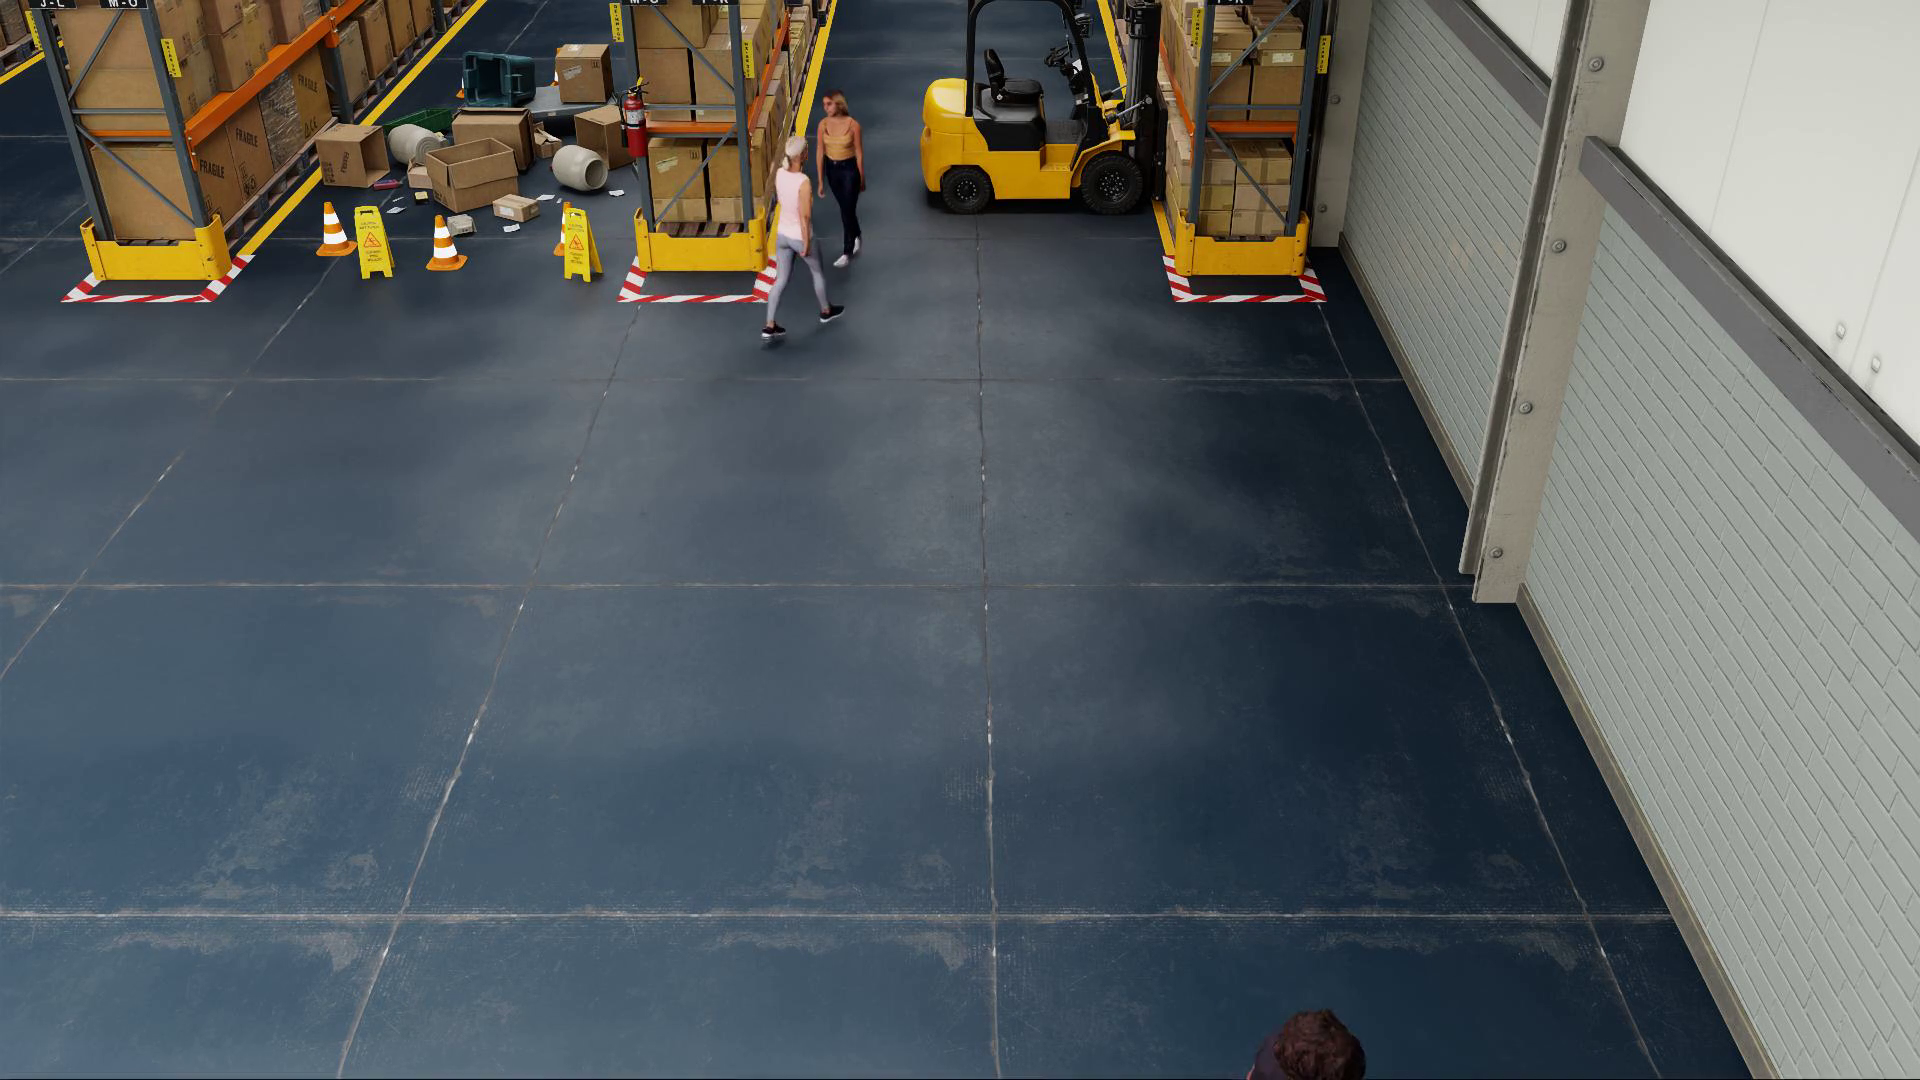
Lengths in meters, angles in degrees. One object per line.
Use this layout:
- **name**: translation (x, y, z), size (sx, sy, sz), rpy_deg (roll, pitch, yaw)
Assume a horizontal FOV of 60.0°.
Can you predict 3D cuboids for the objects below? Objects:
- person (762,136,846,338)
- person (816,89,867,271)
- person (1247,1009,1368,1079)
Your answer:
- **person**: translation (-1.420, -2.457, 13.718), size (1.002, 1.689, 1.157), rpy_deg (23, 39, 32)
- **person**: translation (-1.055, -3.324, 15.188), size (0.807, 1.587, 1.153), rpy_deg (9, 33, 14)
- **person**: translation (1.102, 2.273, 6.146), size (0.948, 1.767, 0.635), rpy_deg (-17, 36, -24)
